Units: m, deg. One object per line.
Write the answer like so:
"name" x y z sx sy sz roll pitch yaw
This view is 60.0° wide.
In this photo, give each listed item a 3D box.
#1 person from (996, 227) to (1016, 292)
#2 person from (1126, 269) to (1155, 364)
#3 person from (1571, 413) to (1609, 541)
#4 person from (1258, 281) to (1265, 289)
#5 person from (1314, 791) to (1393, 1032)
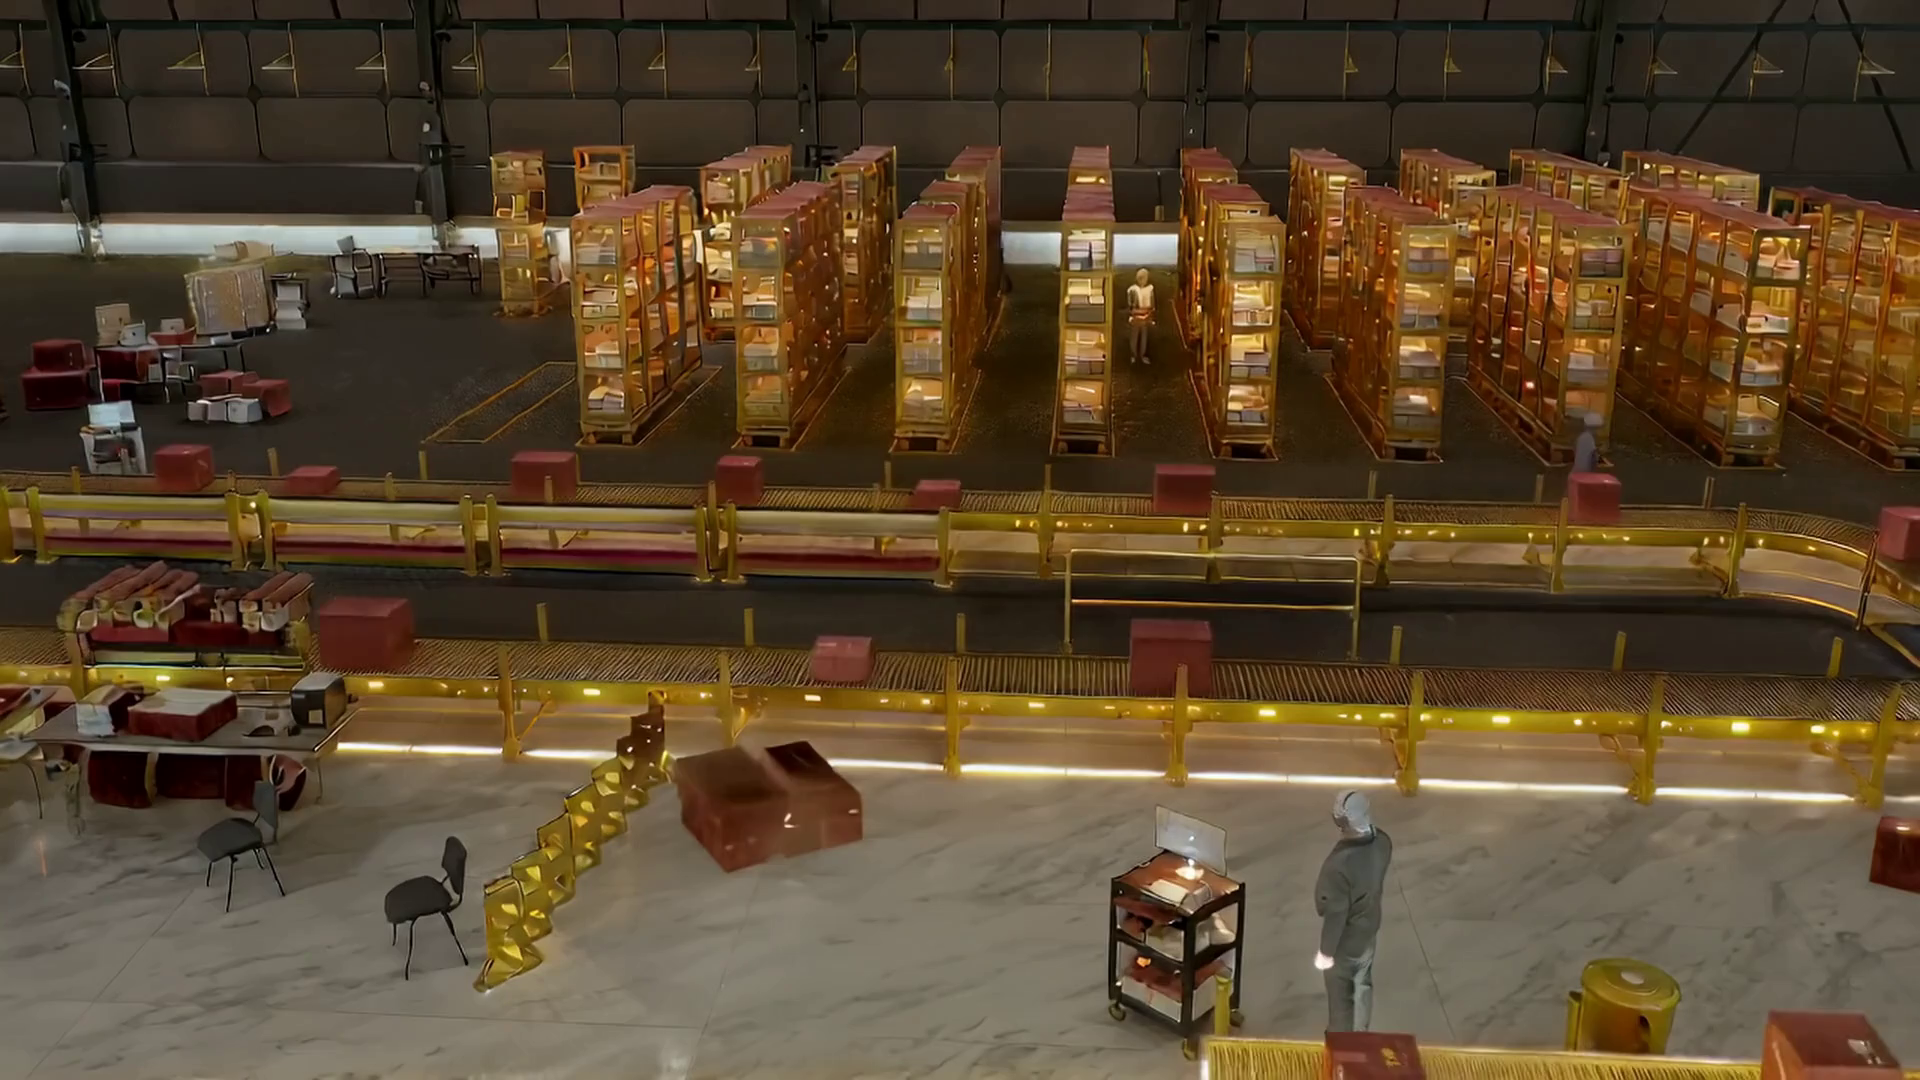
"person" 0.922 -6.962 40.704 0.945 1.807 0.580 -3 18 -10
"person" 3.525 -4.355 32.376 0.586 1.835 0.404 -4 18 -13
"person" 7.909 -0.772 21.209 0.919 1.734 0.531 3 18 8
"person" 6.391 -5.558 35.933 0.395 1.990 0.619 -3 18 -8
"person" 2.448 2.478 10.589 0.407 1.902 0.639 14 22 37
